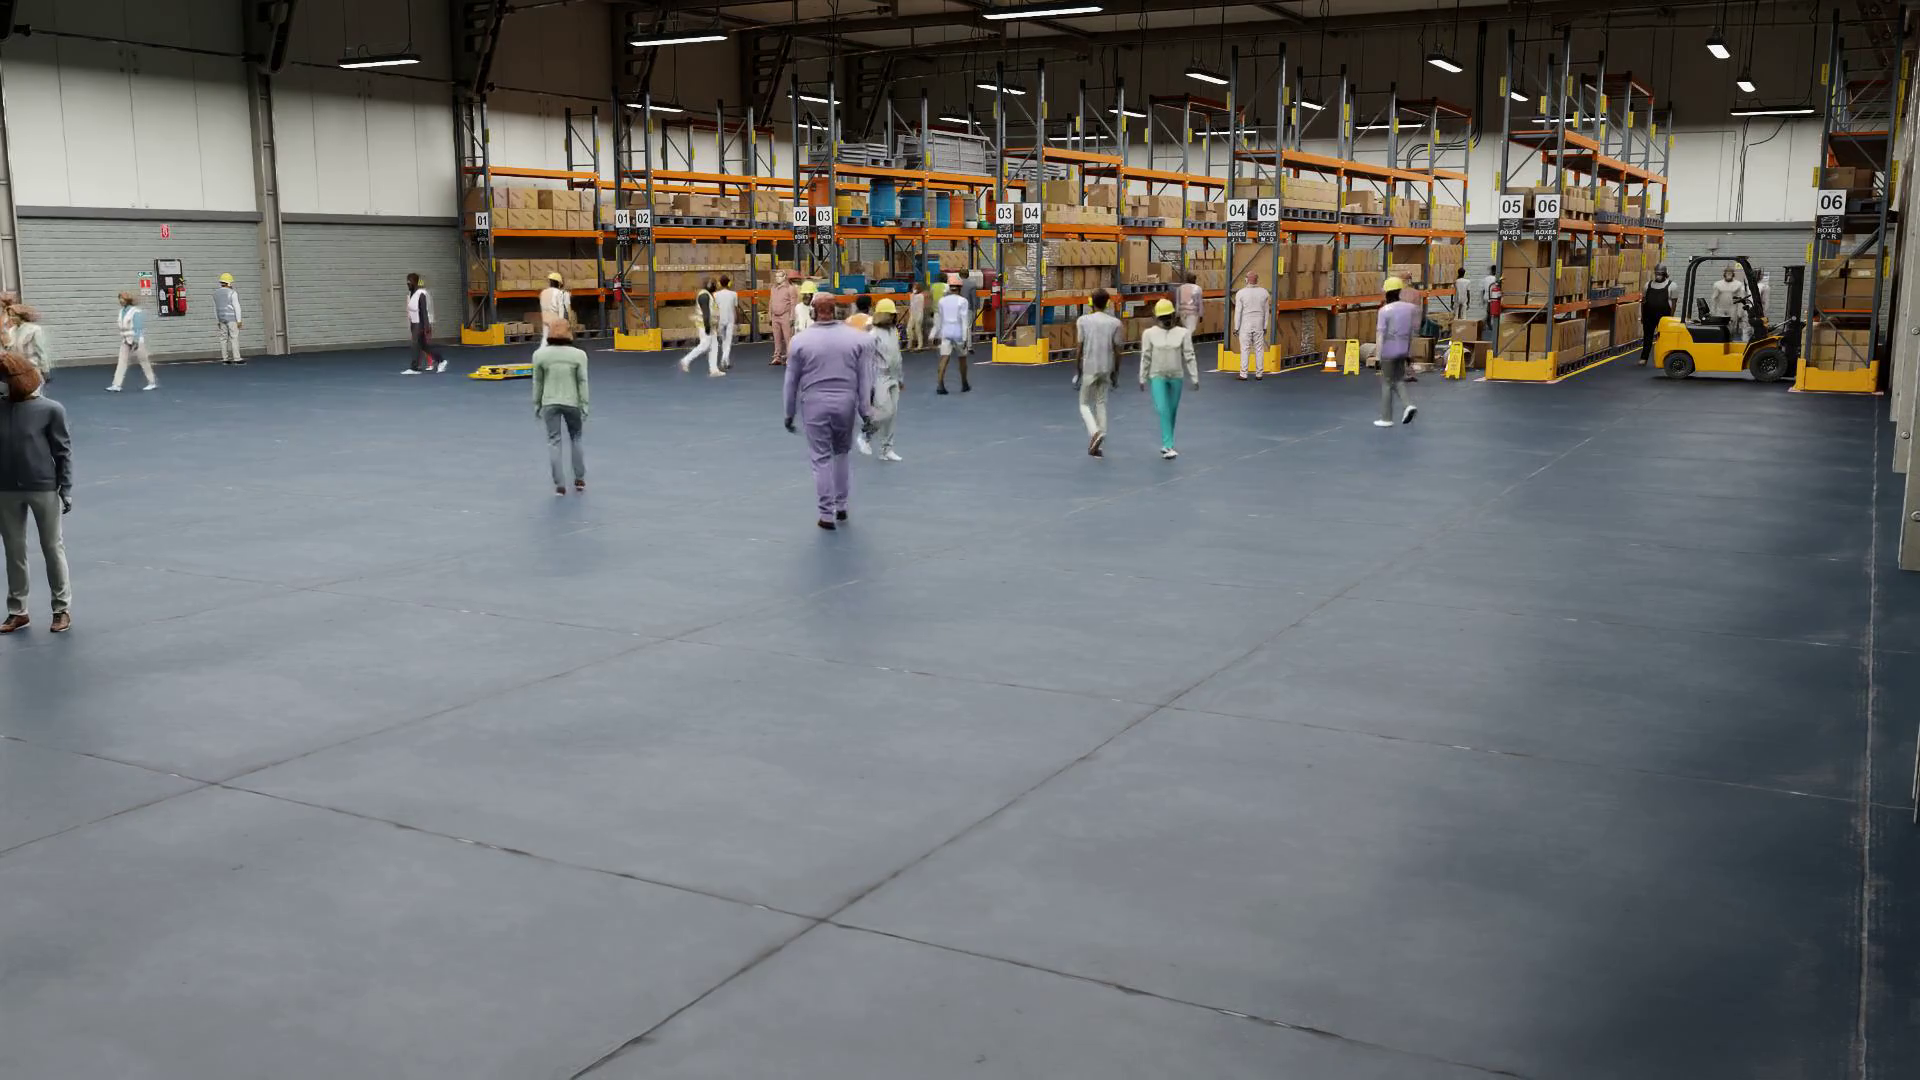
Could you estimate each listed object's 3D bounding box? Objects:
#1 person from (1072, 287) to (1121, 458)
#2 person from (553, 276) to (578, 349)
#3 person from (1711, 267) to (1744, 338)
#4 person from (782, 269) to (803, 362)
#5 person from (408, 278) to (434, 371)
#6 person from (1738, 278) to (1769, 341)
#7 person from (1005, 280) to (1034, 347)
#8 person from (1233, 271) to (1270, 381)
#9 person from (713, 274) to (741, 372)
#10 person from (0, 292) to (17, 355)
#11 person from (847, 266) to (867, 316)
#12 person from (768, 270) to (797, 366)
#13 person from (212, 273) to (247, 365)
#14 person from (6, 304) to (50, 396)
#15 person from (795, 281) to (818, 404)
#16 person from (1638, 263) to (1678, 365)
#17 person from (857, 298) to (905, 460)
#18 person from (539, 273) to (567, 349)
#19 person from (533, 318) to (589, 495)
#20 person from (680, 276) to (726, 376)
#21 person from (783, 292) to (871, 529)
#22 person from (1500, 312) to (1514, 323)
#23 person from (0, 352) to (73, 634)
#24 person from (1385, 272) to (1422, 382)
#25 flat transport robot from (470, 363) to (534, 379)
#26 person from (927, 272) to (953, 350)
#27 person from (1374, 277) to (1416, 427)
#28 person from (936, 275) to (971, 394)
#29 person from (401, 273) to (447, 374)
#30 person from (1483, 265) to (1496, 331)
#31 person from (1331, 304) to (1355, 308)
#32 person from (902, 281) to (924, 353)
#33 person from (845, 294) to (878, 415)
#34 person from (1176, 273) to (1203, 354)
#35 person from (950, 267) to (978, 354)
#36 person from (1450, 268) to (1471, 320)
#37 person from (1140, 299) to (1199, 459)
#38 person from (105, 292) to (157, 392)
[{"bbox_3d":[1.459,-1.791,17.891,0.538,1.846,0.440,-2,10,-12],"label":"person"},{"bbox_3d":[-7.814,-4.312,32.796,0.958,1.806,0.525,-8,12,-38],"label":"person"},{"bbox_3d":[16.869,-5.035,36.617,0.635,1.938,0.355,5,11,28],"label":"person"},{"bbox_3d":[-3.324,-4.588,34.094,0.810,1.912,0.553,9,13,42],"label":"person"},{"bbox_3d":[-10.257,-4.097,31.627,0.534,1.767,0.320,2,10,13],"label":"person"},{"bbox_3d":[17.050,-4.833,35.755,0.597,1.851,0.674,5,11,28],"label":"person"},{"bbox_3d":[1.334,-5.245,37.582,0.635,2.036,0.536,2,10,12],"label":"person"},{"bbox_3d":[5.096,-3.746,29.164,0.638,1.910,0.407,-2,10,-13],"label":"person"},{"bbox_3d":[-4.446,-4.111,31.518,0.514,1.838,0.873,2,10,9],"label":"person"},{"bbox_3d":[-14.486,-2.956,25.333,0.537,1.623,0.364,7,12,37],"label":"person"},{"bbox_3d":[-2.769,-6.298,44.129,0.343,1.904,0.776,9,13,43],"label":"person"},{"bbox_3d":[-3.551,-4.414,33.077,0.641,1.908,0.407,6,11,30],"label":"person"},{"bbox_3d":[-14.610,-4.408,33.254,0.588,1.834,0.403,3,10,16],"label":"person"},{"bbox_3d":[-10.902,-1.932,19.386,0.540,1.612,0.612,5,11,25],"label":"person"},{"bbox_3d":[-2.155,-2.851,24.201,0.611,1.815,0.439,4,11,23],"label":"person"},{"bbox_3d":[13.904,-4.497,33.170,0.683,2.000,0.538,7,12,35],"label":"person"},{"bbox_3d":[-0.812,-1.704,17.725,0.426,1.730,0.489,6,11,32],"label":"person"},{"bbox_3d":[-7.698,-4.148,31.680,0.651,1.847,1.029,5,11,26],"label":"person"},{"bbox_3d":[-3.665,-1.233,15.324,0.503,1.610,0.677,-2,10,-10],"label":"person"},{"bbox_3d":[-4.671,-3.875,30.208,0.734,1.813,0.642,1,10,4],"label":"person"},{"bbox_3d":[-1.096,-1.050,13.430,0.687,1.880,0.719,-3,10,-16],"label":"person"},{"bbox_3d":[15.500,-6.815,47.021,0.576,1.947,0.622,0,10,1],"label":"person"},{"bbox_3d":[-5.388,-0.268,9.602,0.504,1.631,0.282,-1,10,-6],"label":"person"},{"bbox_3d":[7.716,-3.700,28.895,0.652,1.906,0.402,7,12,37],"label":"person"},{"bbox_3d":[-7.987,-3.030,29.755,0.652,0.197,1.431,7,12,35],"label":"flat transport robot"},{"bbox_3d":[-0.449,-5.299,38.528,0.633,1.816,0.796,6,11,32],"label":"person"},{"bbox_3d":[5.531,-2.380,21.138,0.616,1.914,0.494,-5,11,-28],"label":"person"},{"bbox_3d":[-0.126,-3.256,26.396,0.544,1.886,0.995,4,11,24],"label":"person"},{"bbox_3d":[-9.985,-4.024,30.907,0.860,1.881,0.638,-7,12,-35],"label":"person"},{"bbox_3d":[15.308,-6.971,47.994,0.602,1.938,0.642,-6,11,-31],"label":"person"},{"bbox_3d":[10.253,-6.386,44.452,1.085,1.985,0.595,-8,13,-40],"label":"person"},{"bbox_3d":[-1.047,-4.955,37.100,0.586,1.604,0.558,-8,12,-38],"label":"person"},{"bbox_3d":[-1.394,-2.522,22.689,0.553,1.668,0.668,6,11,31],"label":"person"},{"bbox_3d":[5.009,-4.961,36.574,0.637,1.816,0.768,7,12,35],"label":"person"},{"bbox_3d":[0.089,-5.097,36.978,0.635,1.938,0.359,3,10,16],"label":"person"},{"bbox_3d":[13.408,-6.350,44.561,0.510,1.860,0.333,2,10,12],"label":"person"},{"bbox_3d":[2.255,-1.726,17.881,0.609,1.704,0.829,0,10,-2],"label":"person"},{"bbox_3d":[-13.366,-3.183,26.775,0.533,1.588,0.853,5,11,26],"label":"person"}]
